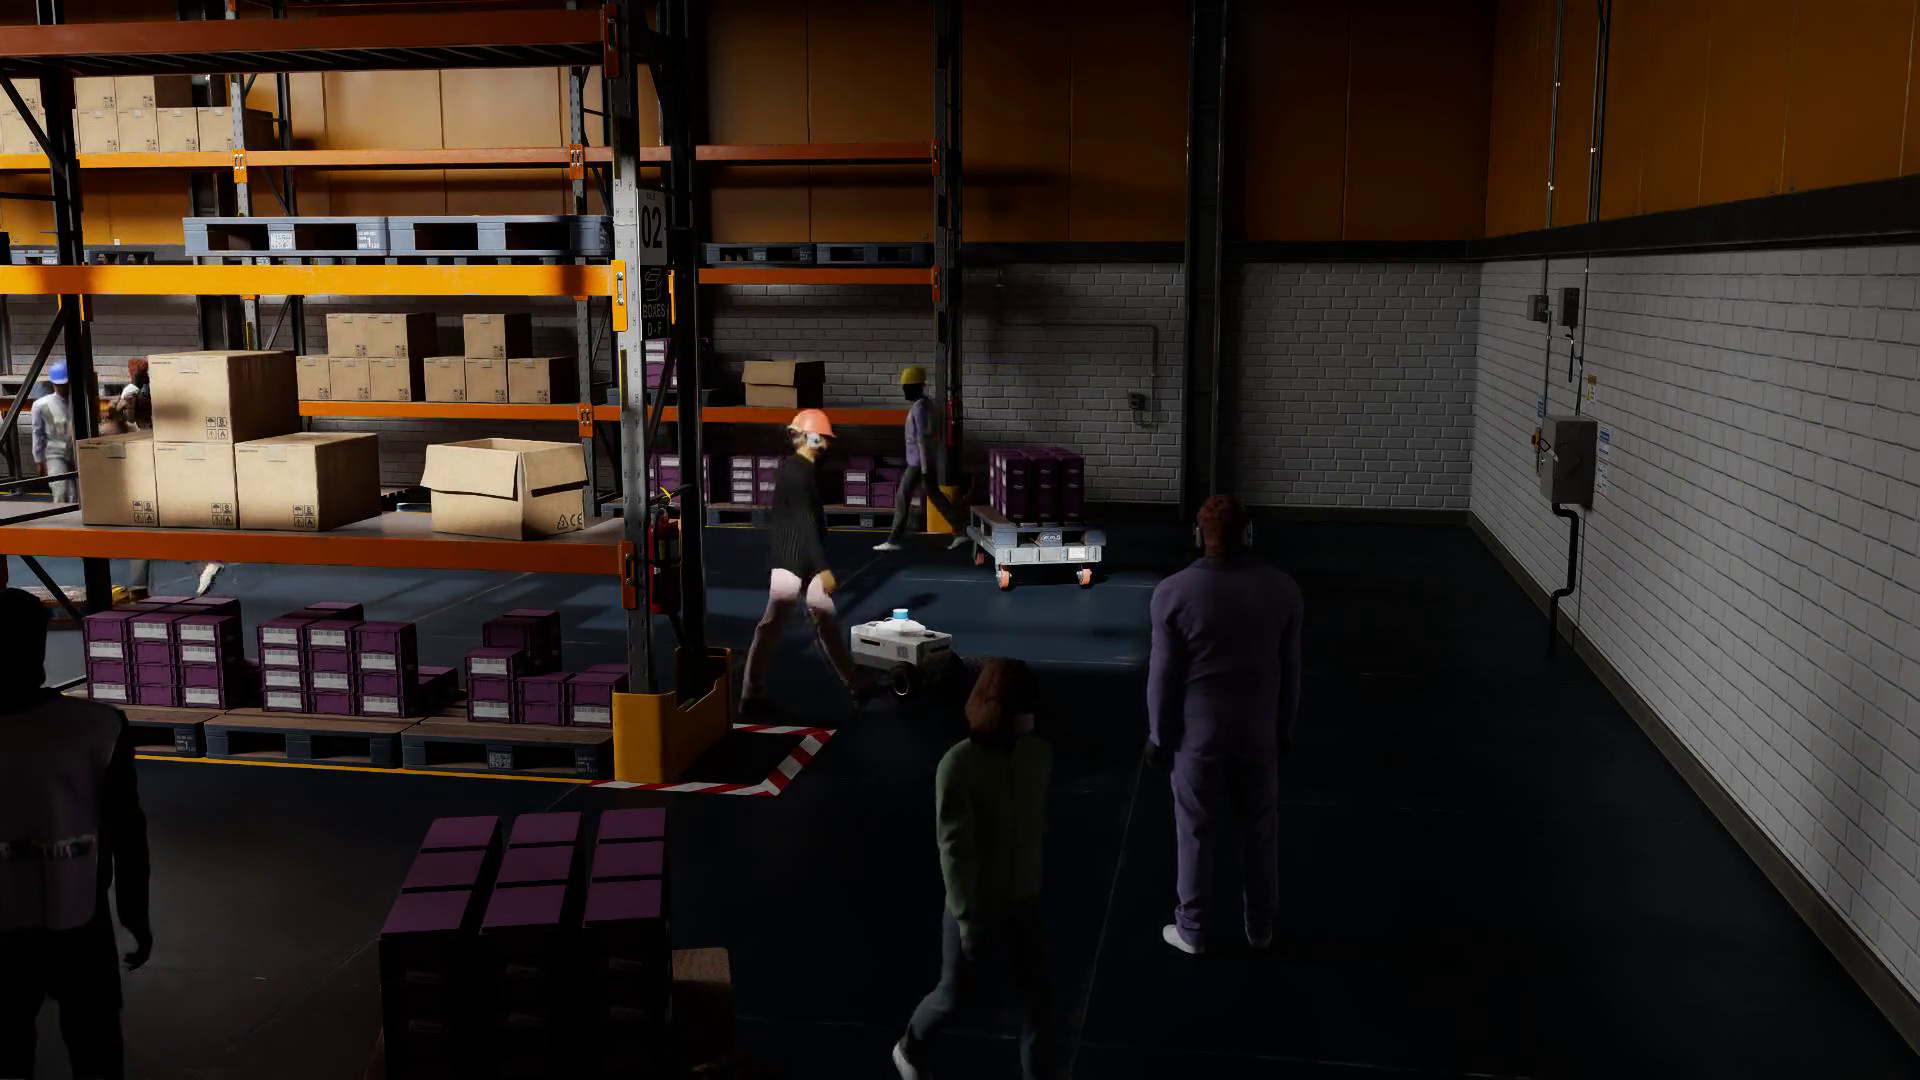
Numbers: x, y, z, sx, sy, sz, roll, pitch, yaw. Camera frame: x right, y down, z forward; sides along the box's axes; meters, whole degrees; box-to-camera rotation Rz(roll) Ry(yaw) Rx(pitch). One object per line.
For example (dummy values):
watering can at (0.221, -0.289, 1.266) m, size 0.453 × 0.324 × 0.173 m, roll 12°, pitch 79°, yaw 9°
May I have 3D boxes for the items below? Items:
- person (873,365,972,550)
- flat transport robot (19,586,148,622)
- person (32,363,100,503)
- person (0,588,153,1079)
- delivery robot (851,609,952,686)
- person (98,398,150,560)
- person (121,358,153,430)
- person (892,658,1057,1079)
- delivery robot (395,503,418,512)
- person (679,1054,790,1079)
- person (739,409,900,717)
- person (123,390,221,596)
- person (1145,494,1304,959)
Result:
person at (-0.346, -0.812, 16.645) m, size 0.987 × 1.886 × 0.581 m, roll 1°, pitch 9°, yaw 9°
flat transport robot at (-7.337, 0.522, 13.318) m, size 1.431 × 0.197 × 0.652 m, roll -1°, pitch 9°, yaw -5°
person at (-8.967, -0.828, 16.713) m, size 0.611 × 1.900 × 0.709 m, roll -9°, pitch 13°, yaw -44°
person at (-2.621, 1.084, 4.729) m, size 0.591 × 1.922 × 0.392 m, roll -3°, pitch 10°, yaw -20°
delivery robot at (-0.394, 0.700, 11.048) m, size 0.707 × 0.478 × 0.477 m, roll 8°, pitch 12°, yaw 41°
person at (-8.166, -0.591, 16.141) m, size 0.884 × 1.590 × 0.525 m, roll 1°, pitch 9°, yaw 9°
person at (-8.832, -1.028, 17.973) m, size 0.421 × 1.870 × 0.588 m, roll -5°, pitch 10°, yaw -27°
person at (0.077, 1.141, 5.338) m, size 0.496 × 1.602 × 0.795 m, roll -7°, pitch 11°, yaw -37°
delivery robot at (-5.389, -0.115, 16.107) m, size 0.707 × 0.478 × 0.477 m, roll -1°, pitch 9°, yaw -6°
person at (-0.234, 1.558, 2.169) m, size 0.688 × 1.809 × 0.675 m, roll 3°, pitch 10°, yaw 17°
person at (-0.910, 0.156, 10.425) m, size 1.055 × 1.925 × 0.641 m, roll 1°, pitch 9°, yaw 4°
person at (-6.749, -0.360, 14.020) m, size 0.803 × 1.822 × 0.517 m, roll -3°, pitch 10°, yaw -16°
person at (1.065, 0.760, 6.801) m, size 0.637 × 1.904 × 0.403 m, roll -1°, pitch 9°, yaw -6°
